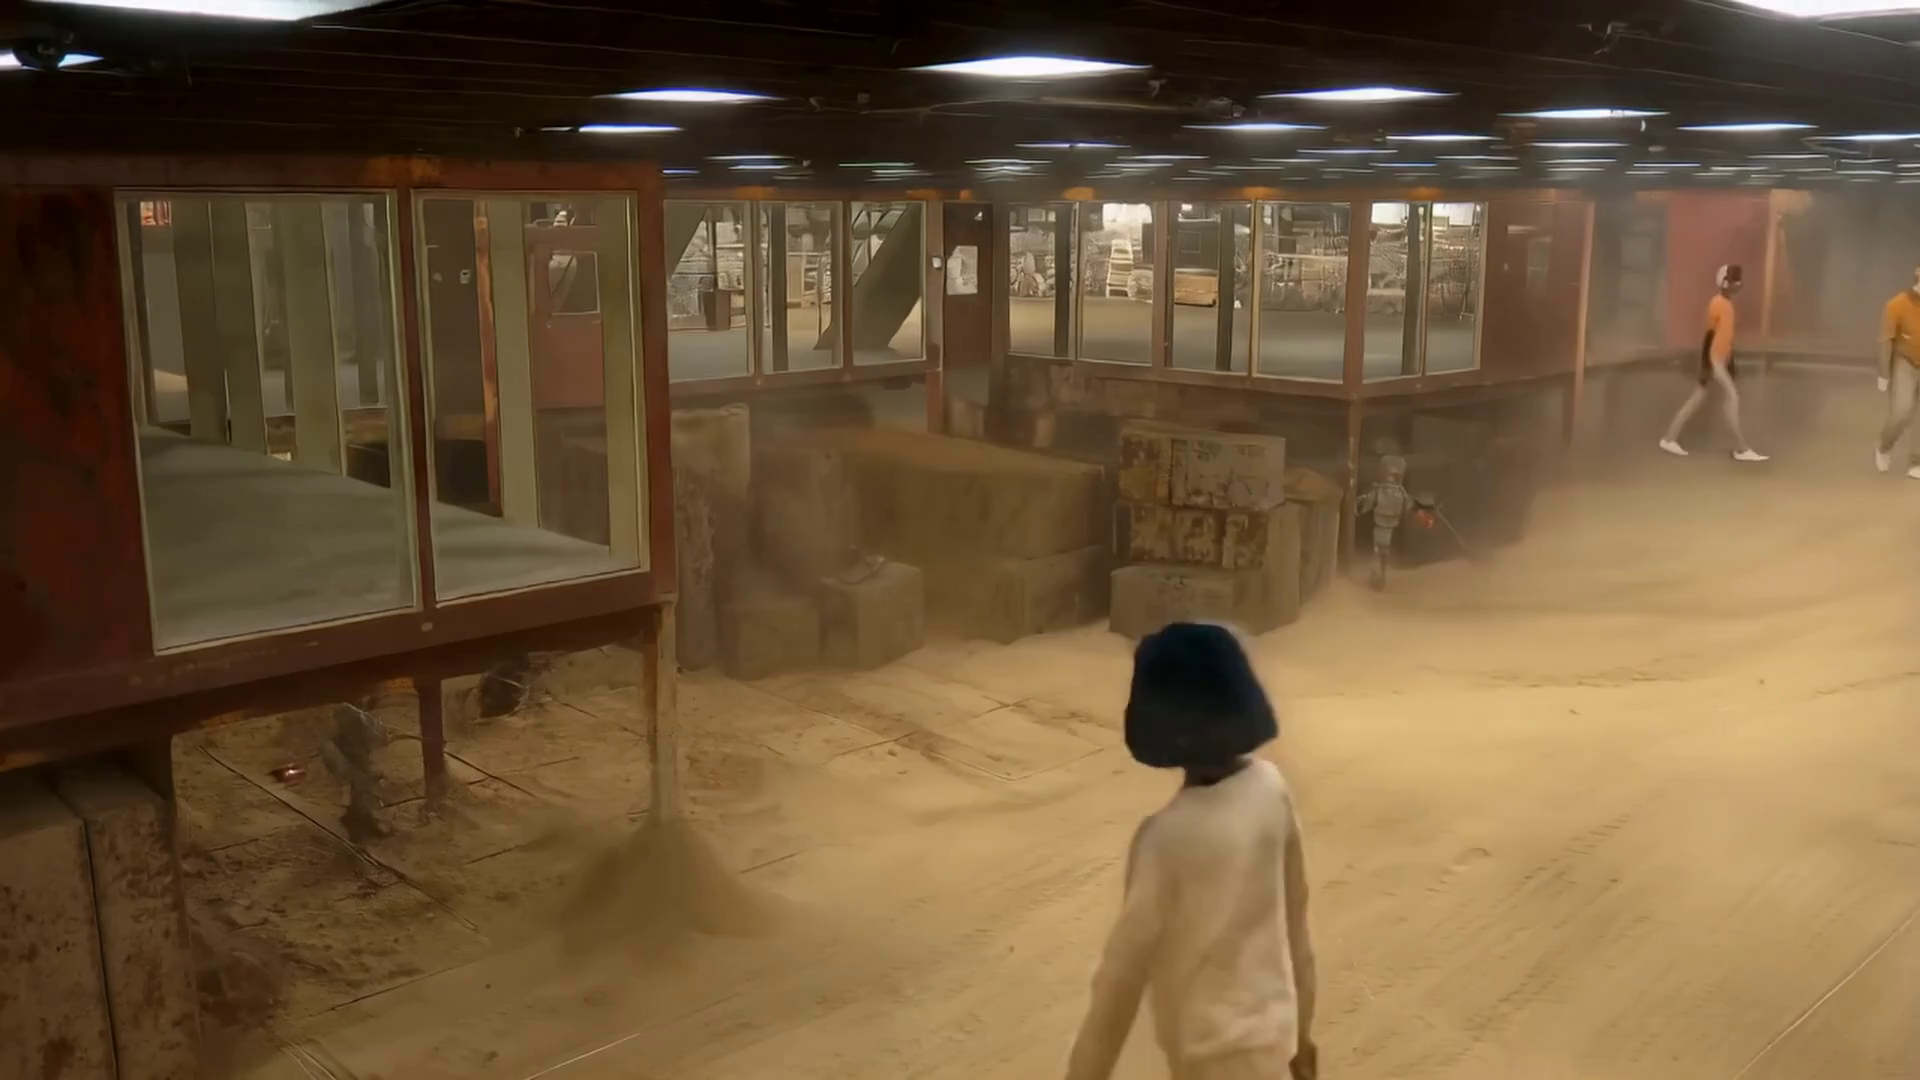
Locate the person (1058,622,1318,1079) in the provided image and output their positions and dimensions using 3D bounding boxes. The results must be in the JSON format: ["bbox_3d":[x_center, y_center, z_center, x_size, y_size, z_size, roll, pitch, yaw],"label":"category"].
[{"bbox_3d":[0.394,0.940,3.042,0.825,1.588,0.510,6,13,28],"label":"person"}]

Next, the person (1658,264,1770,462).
[{"bbox_3d":[7.050,-1.655,15.493,0.967,1.827,0.538,7,13,30],"label":"person"}]

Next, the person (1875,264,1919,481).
[{"bbox_3d":[8.250,-1.459,14.324,0.645,1.892,0.463,1,11,4],"label":"person"}]

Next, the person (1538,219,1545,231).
[{"bbox_3d":[29.469,-15.543,84.641,0.517,1.980,0.644,6,13,28],"label":"person"}]
